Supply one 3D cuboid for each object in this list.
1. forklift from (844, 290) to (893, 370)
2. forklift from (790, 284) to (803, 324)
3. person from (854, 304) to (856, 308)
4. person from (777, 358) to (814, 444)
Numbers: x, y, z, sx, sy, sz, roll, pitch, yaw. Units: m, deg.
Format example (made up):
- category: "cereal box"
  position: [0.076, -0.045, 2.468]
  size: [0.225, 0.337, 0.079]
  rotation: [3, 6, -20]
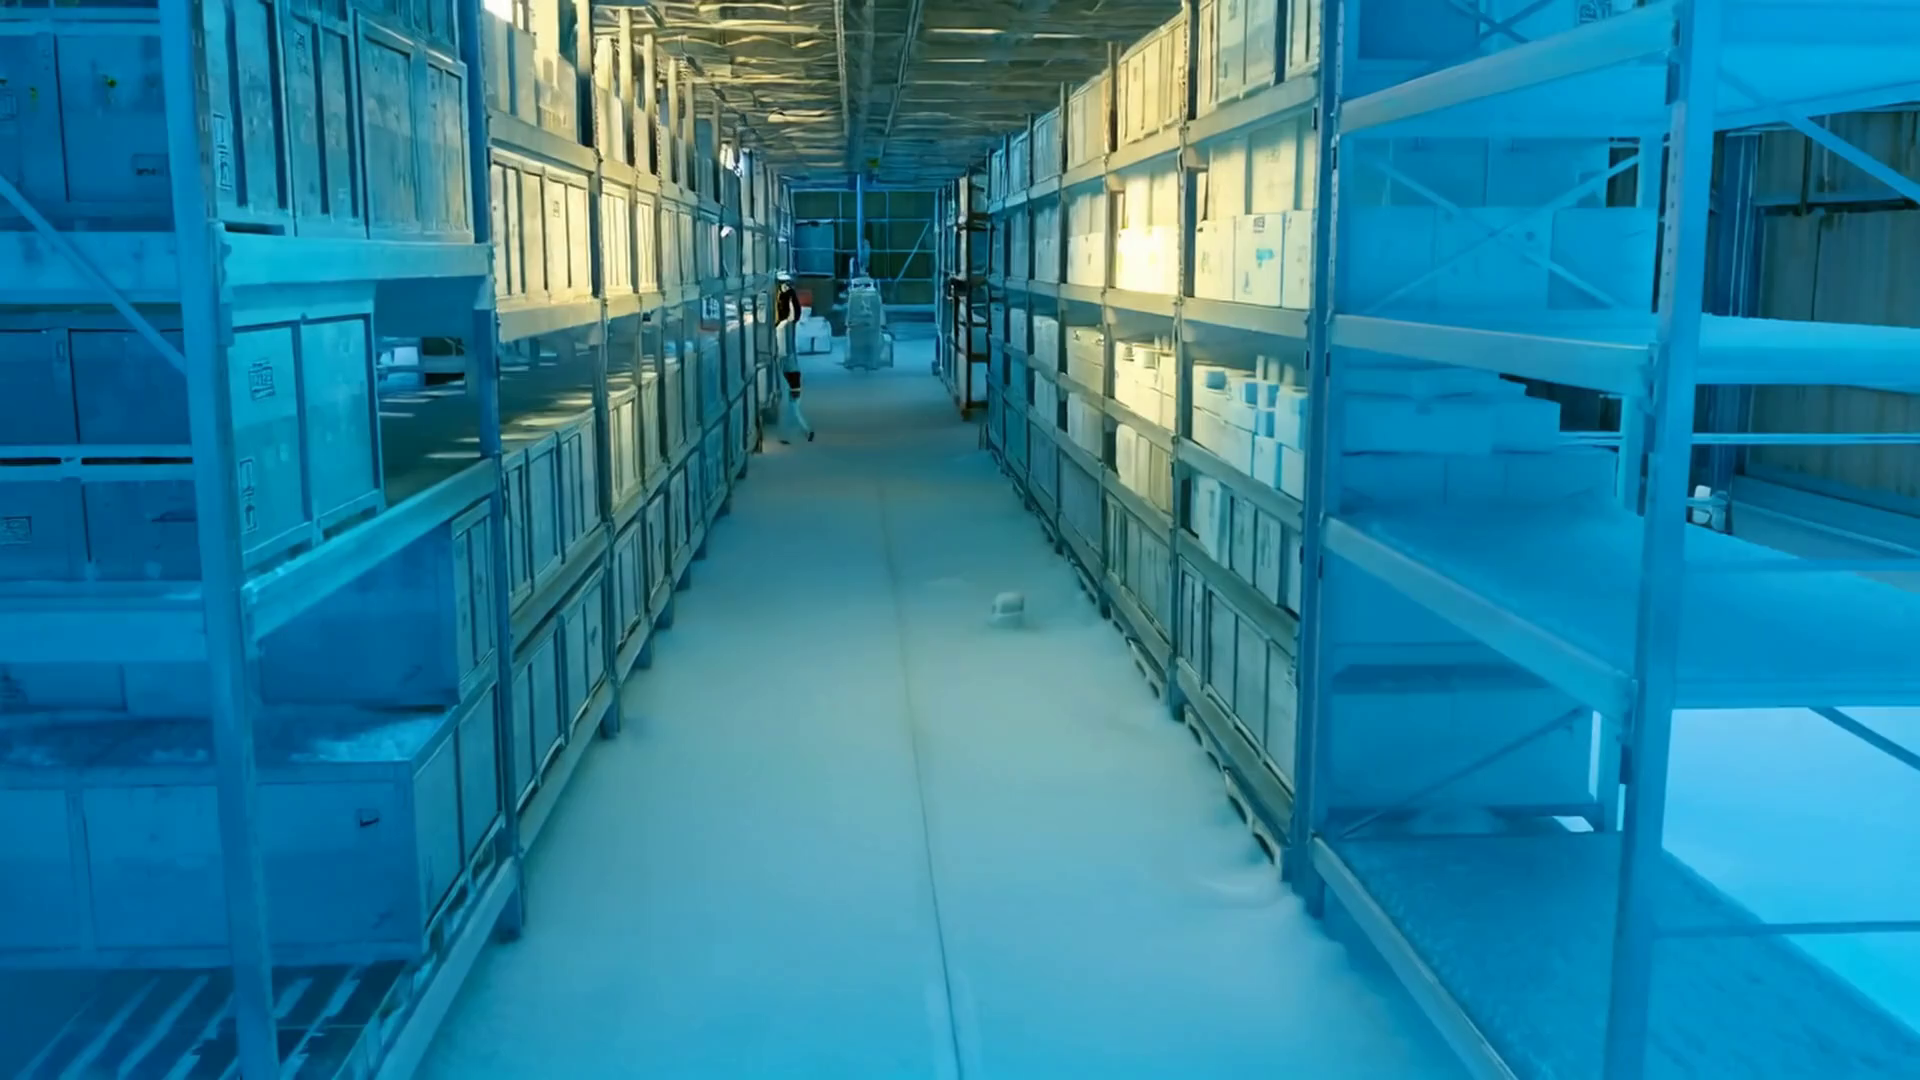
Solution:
- category: "forklift"
  position: [-3.233, -7.510, 59.329]
  size: [1.129, 2.768, 1.873]
  rotation: [4, 10, 22]
- category: "forklift"
  position: [-7.525, -10.129, 74.969]
  size: [1.129, 2.768, 1.873]
  rotation: [7, 12, 37]
- category: "person"
  position: [-5.484, -12.185, 90.231]
  size: [0.576, 1.883, 0.354]
  rotation: [5, 11, 29]
- category: "person"
  position: [-3.491, -2.914, 35.037]
  size: [0.788, 1.825, 0.565]
  rotation: [6, 11, 33]
